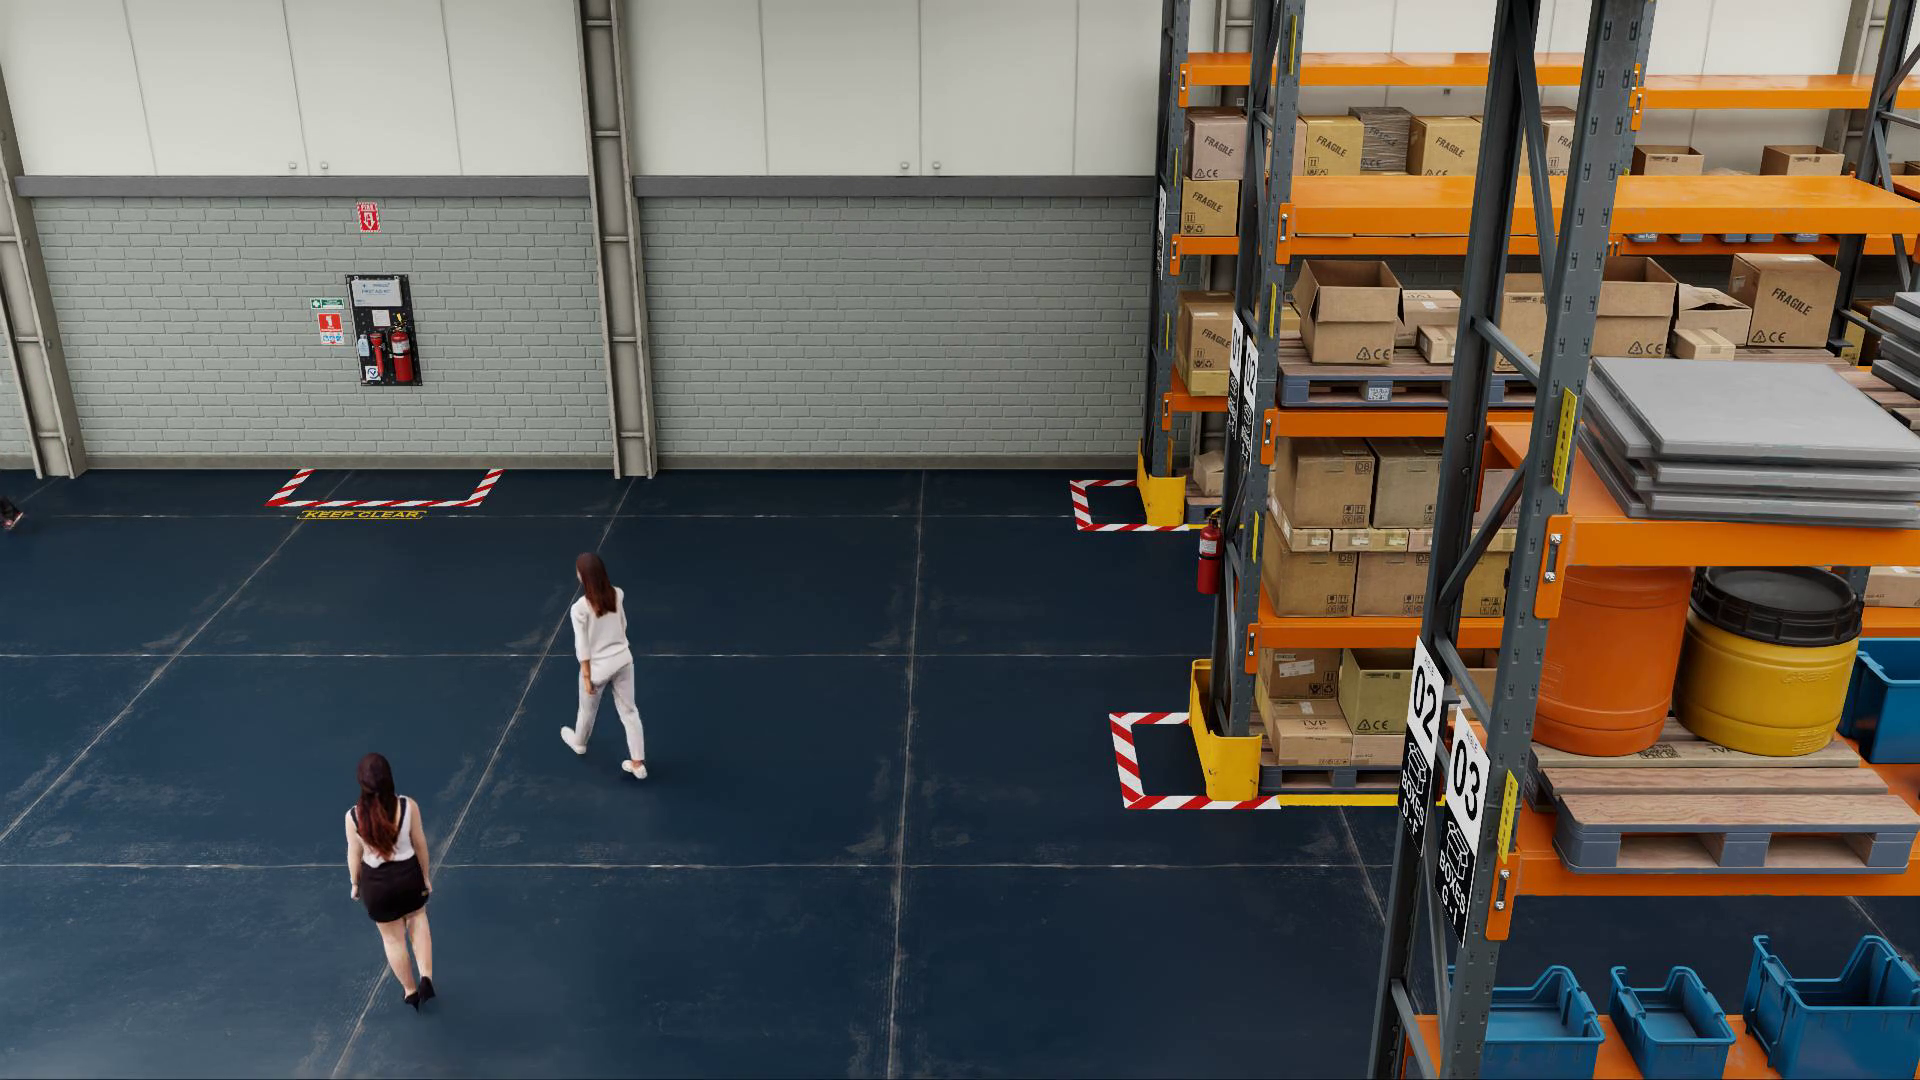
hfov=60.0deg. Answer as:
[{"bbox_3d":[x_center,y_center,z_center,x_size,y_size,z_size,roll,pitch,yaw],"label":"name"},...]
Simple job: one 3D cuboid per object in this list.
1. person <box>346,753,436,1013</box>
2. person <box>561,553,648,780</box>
[{"bbox_3d":[-3.092,1.933,9.102,0.674,1.640,0.749,-13,26,-27],"label":"person"},{"bbox_3d":[-2.393,0.904,11.515,1.041,1.647,1.103,-21,31,-40],"label":"person"}]
